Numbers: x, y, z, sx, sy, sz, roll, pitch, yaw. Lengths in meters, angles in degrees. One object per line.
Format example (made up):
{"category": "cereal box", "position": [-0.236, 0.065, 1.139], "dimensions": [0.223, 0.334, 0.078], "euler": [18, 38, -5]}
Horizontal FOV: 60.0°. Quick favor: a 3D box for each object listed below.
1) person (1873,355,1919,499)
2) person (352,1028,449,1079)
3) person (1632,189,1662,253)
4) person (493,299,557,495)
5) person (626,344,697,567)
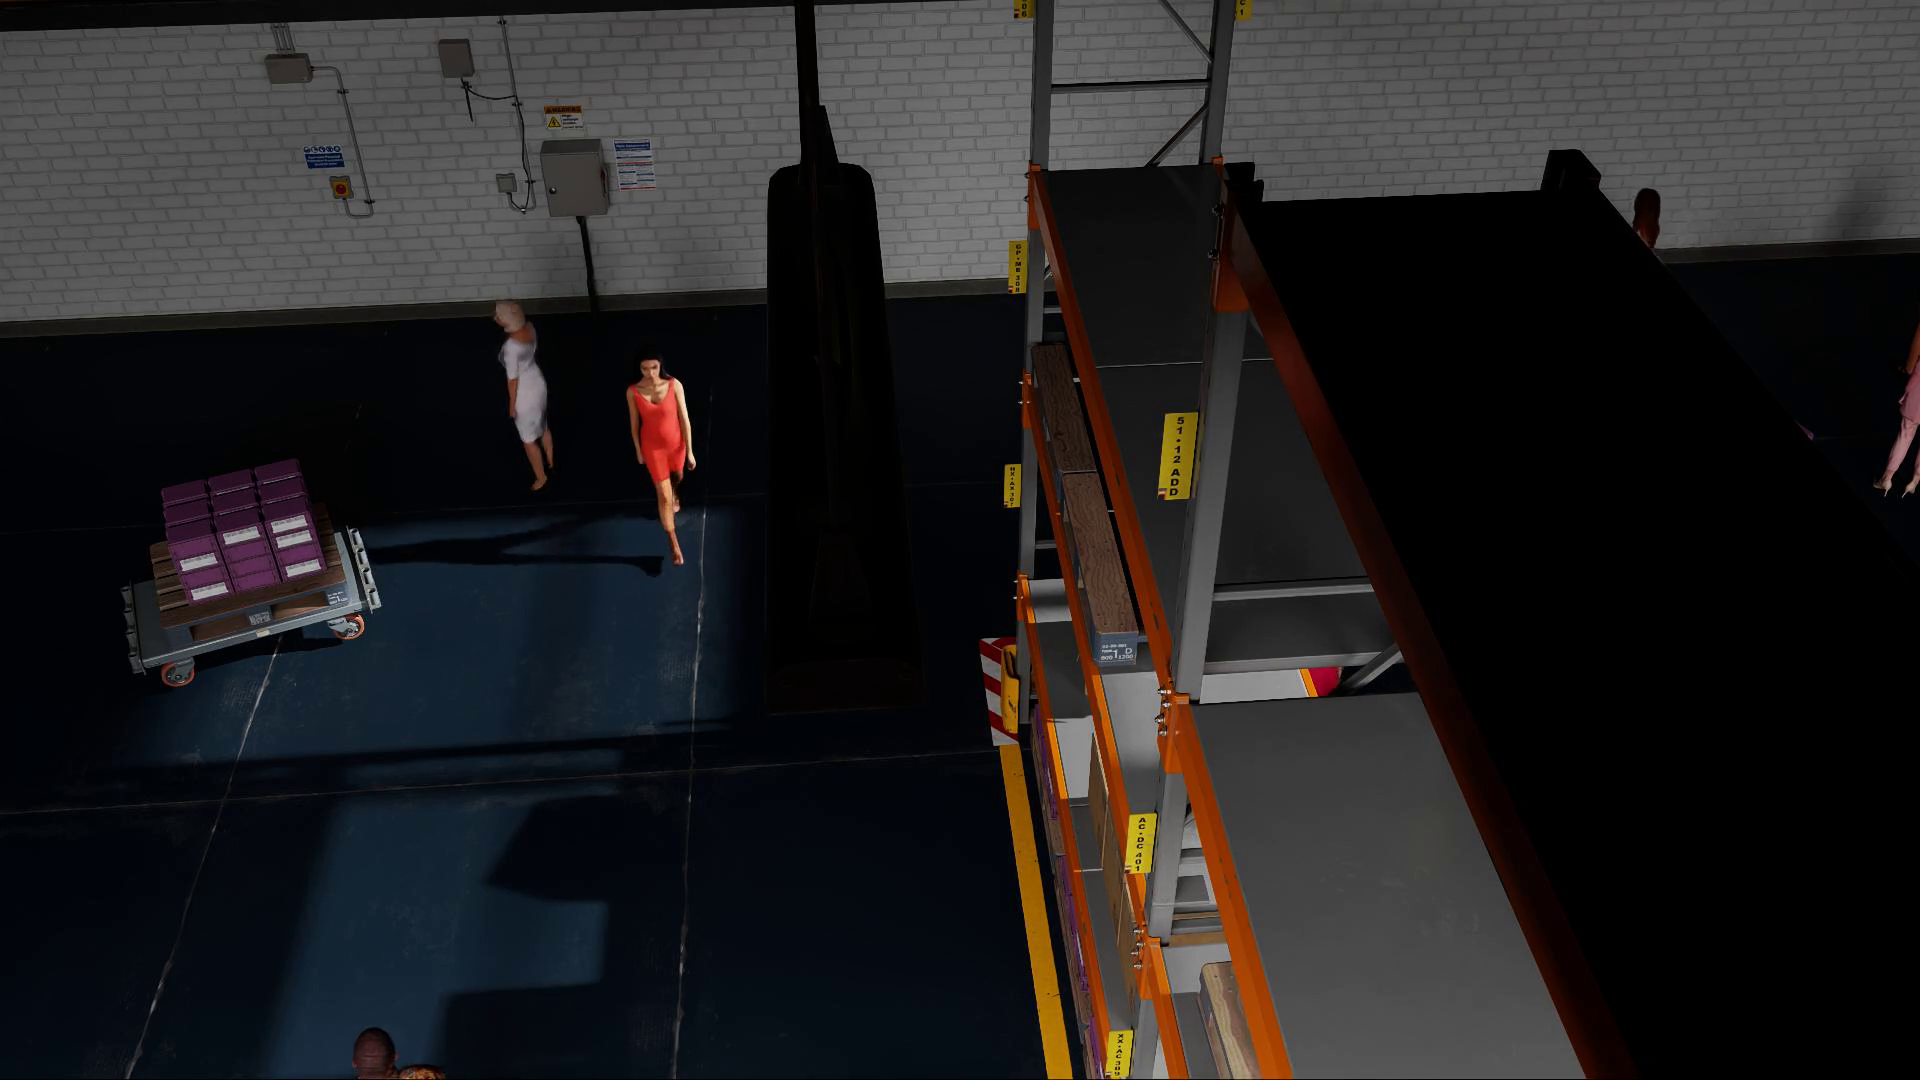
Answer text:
{"category": "person", "position": [7.478, -1.095, 12.777], "dimensions": [0.678, 1.803, 0.650], "euler": [11, 40, 14]}
{"category": "person", "position": [-2.536, 2.926, 7.754], "dimensions": [0.880, 1.787, 1.109], "euler": [-13, 40, -16]}
{"category": "person", "position": [5.763, -2.165, 14.190], "dimensions": [0.892, 1.711, 0.994], "euler": [-29, 47, -32]}
{"category": "person", "position": [-3.353, -1.148, 12.891], "dimensions": [0.703, 1.743, 0.567], "euler": [18, 42, 21]}
{"category": "person", "position": [-2.206, -0.736, 12.429], "dimensions": [0.738, 1.675, 1.199], "euler": [-10, 40, -12]}
